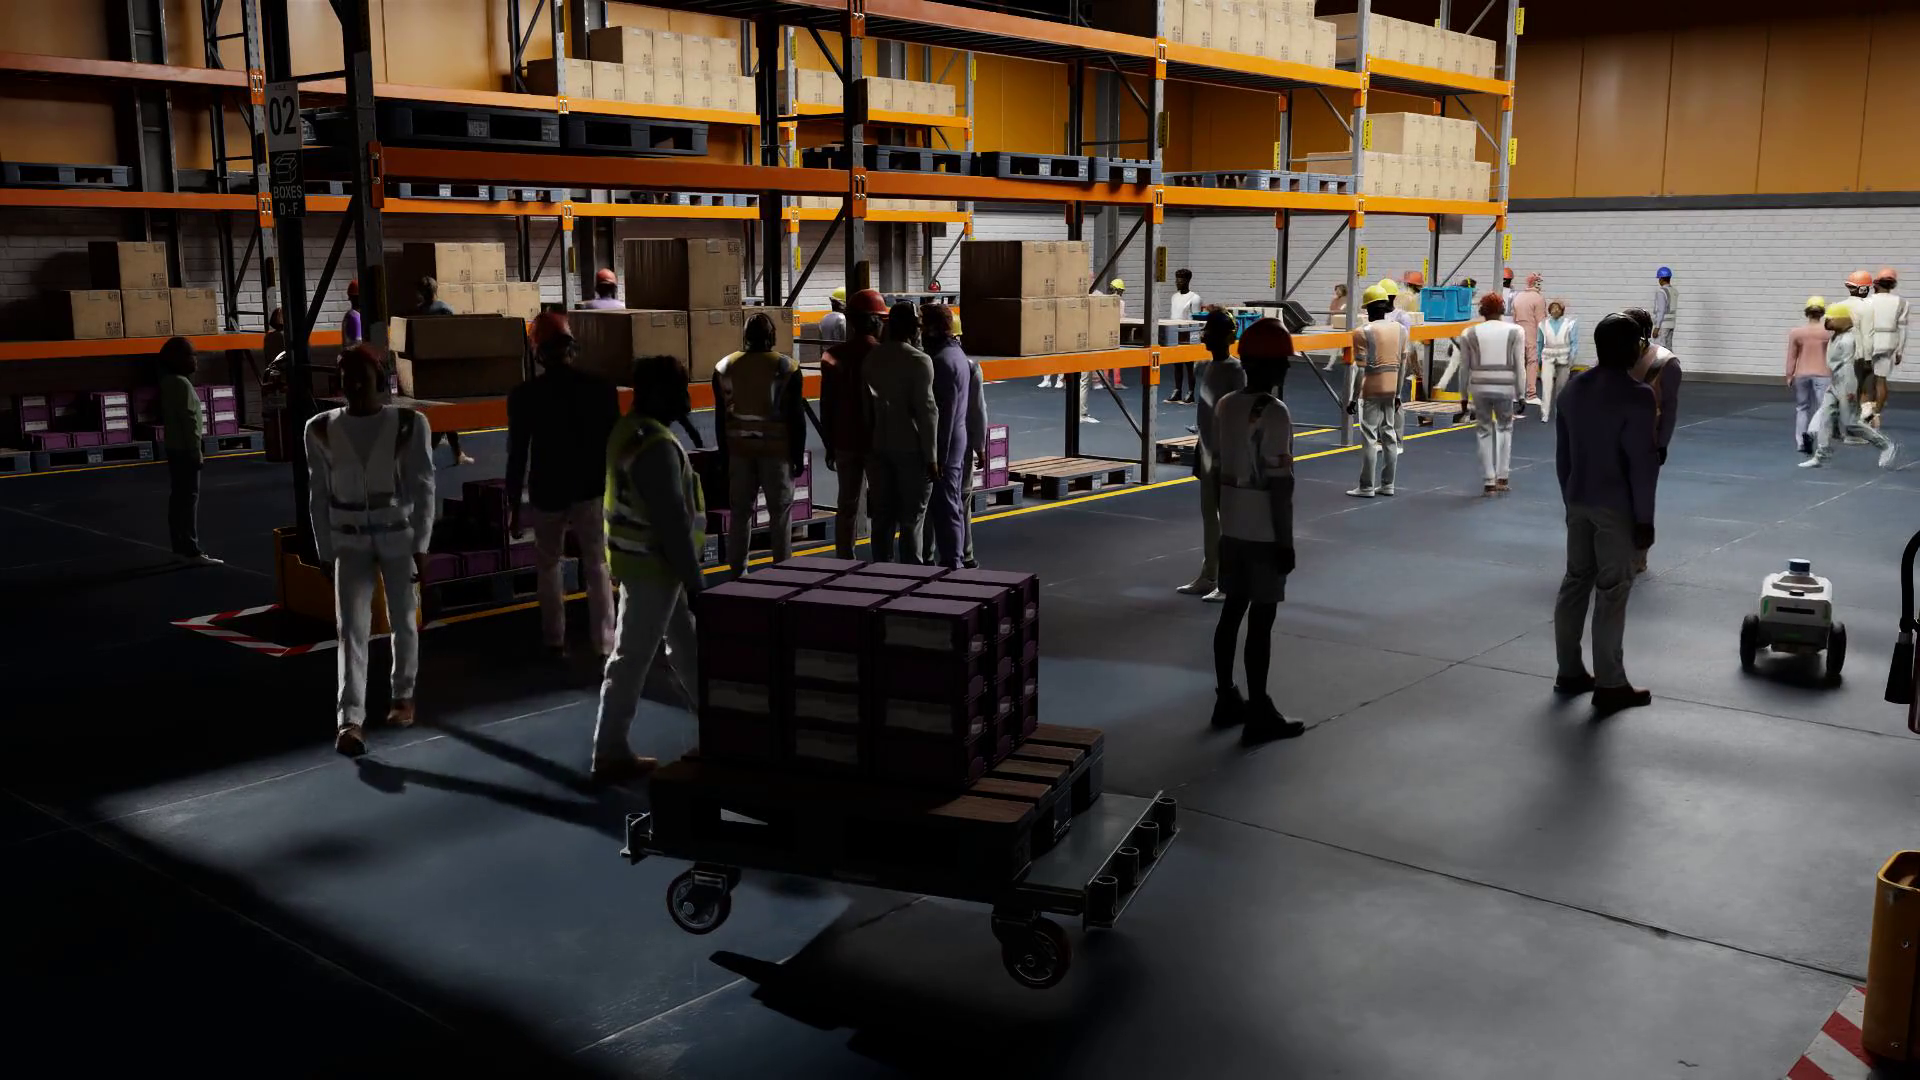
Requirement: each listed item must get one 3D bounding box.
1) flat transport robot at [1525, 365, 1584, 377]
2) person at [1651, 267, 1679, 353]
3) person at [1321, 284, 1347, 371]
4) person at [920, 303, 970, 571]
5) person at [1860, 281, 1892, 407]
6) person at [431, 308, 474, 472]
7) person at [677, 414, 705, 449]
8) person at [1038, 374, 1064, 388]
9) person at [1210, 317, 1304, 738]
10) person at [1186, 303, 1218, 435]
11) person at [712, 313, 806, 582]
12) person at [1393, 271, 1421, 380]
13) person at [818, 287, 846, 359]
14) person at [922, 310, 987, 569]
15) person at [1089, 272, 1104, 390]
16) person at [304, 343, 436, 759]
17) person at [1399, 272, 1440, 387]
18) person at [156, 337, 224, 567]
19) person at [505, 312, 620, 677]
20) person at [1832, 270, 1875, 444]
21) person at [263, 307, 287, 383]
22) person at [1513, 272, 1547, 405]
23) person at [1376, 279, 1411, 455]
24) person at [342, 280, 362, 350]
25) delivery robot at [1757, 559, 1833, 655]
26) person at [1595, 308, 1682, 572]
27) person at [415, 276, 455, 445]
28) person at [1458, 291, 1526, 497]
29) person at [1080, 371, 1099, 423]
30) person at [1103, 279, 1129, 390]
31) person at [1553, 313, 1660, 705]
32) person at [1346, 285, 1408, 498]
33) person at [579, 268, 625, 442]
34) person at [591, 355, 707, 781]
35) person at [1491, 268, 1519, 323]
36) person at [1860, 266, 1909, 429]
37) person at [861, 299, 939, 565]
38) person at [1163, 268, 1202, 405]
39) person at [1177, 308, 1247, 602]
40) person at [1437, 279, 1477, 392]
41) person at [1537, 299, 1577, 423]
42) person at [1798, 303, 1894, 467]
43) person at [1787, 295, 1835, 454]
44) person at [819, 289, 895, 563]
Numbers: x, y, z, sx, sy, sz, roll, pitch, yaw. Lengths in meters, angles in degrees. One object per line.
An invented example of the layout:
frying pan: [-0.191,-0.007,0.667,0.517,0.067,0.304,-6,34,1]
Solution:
flat transport robot: [10.214,-2.926,28.801,1.431,0.197,0.652,-1,10,-5]
person: [11.640,-3.540,27.536,0.399,1.942,0.615,10,14,44]
person: [7.015,-3.907,30.642,0.879,1.591,0.511,-5,11,-25]
person: [-0.146,-0.581,10.805,0.402,1.904,0.652,1,10,6]
person: [13.044,-2.815,23.687,0.346,1.847,0.506,1,10,7]
person: [-5.267,-1.525,16.906,0.531,1.655,0.877,4,11,23]
person: [-3.038,-1.603,17.358,0.912,1.646,0.544,0,10,1]
person: [1.517,-3.392,26.901,0.519,1.874,0.327,6,12,31]
person: [1.386,-0.057,7.723,0.363,1.939,0.542,-4,11,-24]
person: [3.033,-2.052,20.055,0.869,1.582,0.525,-6,12,-32]
person: [-1.313,-0.578,11.010,0.623,1.835,0.430,2,10,10]
person: [7.675,-3.692,28.648,0.644,1.858,0.954,-5,11,-27]
person: [-1.328,-1.912,18.618,0.403,1.822,0.588,-8,13,-37]
person: [-0.101,-0.675,11.541,0.600,1.831,0.404,2,10,12]
person: [2.008,-3.326,26.514,0.652,1.881,0.555,5,11,26]
person: [-2.652,0.034,7.507,0.573,1.821,1.022,-2,10,-10]
person: [7.026,-3.213,25.854,0.982,1.880,0.568,0,10,-2]
person: [-5.502,-0.624,11.819,0.287,1.633,0.497,-9,13,-41]
person: [-2.081,-0.239,8.848,0.639,1.931,0.957,-3,10,-17]
person: [10.335,-2.113,19.267,0.378,1.995,0.609,-3,10,-15]
person: [-7.282,-1.689,17.919,0.498,1.629,0.289,6,11,29]
person: [8.269,-2.912,24.055,0.408,1.913,0.644,-3,11,-19]
person: [4.648,-1.881,18.166,0.394,1.919,0.589,-5,11,-26]
person: [-6.319,-1.782,17.591,0.392,1.928,0.549,-4,11,-20]
delivery robot: [4.571,0.348,9.085,0.477,0.478,0.707,5,11,27]
person: [4.676,-0.700,11.660,0.623,1.844,0.429,10,14,44]
person: [-6.064,-2.066,19.175,0.627,1.935,0.372,7,12,35]
person: [4.870,-1.341,15.245,0.596,1.859,0.711,3,10,17]
person: [1.649,-2.327,21.513,0.277,1.633,0.507,-1,10,-5]
person: [2.486,-3.281,26.585,0.323,1.764,0.523,-7,12,-36]
person: [3.211,-0.152,8.262,0.372,1.940,0.631,-4,11,-21]
person: [3.756,-1.335,15.057,0.586,1.917,0.380,-5,11,-26]
person: [-4.034,-2.077,18.975,0.631,2.023,0.425,-4,11,-21]
person: [-1.176,0.121,7.082,0.918,1.798,0.659,-3,10,-18]
person: [8.832,-3.454,27.068,0.549,1.937,0.358,7,12,35]
person: [11.485,-2.400,20.813,0.636,2.022,0.445,2,10,12]
person: [-0.359,-0.542,10.499,0.373,1.935,0.628,-9,14,-43]
person: [3.227,-2.938,24.048,0.363,1.965,0.610,-7,12,-34]
person: [1.641,-0.542,10.664,0.321,1.876,0.532,-4,11,-23]
person: [7.129,-2.748,23.393,0.979,1.819,0.513,2,10,11]
person: [7.799,-2.351,21.759,0.502,1.592,0.868,4,11,23]
person: [9.097,-1.564,16.953,0.788,1.710,0.499,2,10,9]
person: [9.305,-1.798,18.162,0.558,1.748,0.667,9,14,42]
person: [-0.609,-0.619,10.778,0.612,1.990,0.392,5,11,25]
